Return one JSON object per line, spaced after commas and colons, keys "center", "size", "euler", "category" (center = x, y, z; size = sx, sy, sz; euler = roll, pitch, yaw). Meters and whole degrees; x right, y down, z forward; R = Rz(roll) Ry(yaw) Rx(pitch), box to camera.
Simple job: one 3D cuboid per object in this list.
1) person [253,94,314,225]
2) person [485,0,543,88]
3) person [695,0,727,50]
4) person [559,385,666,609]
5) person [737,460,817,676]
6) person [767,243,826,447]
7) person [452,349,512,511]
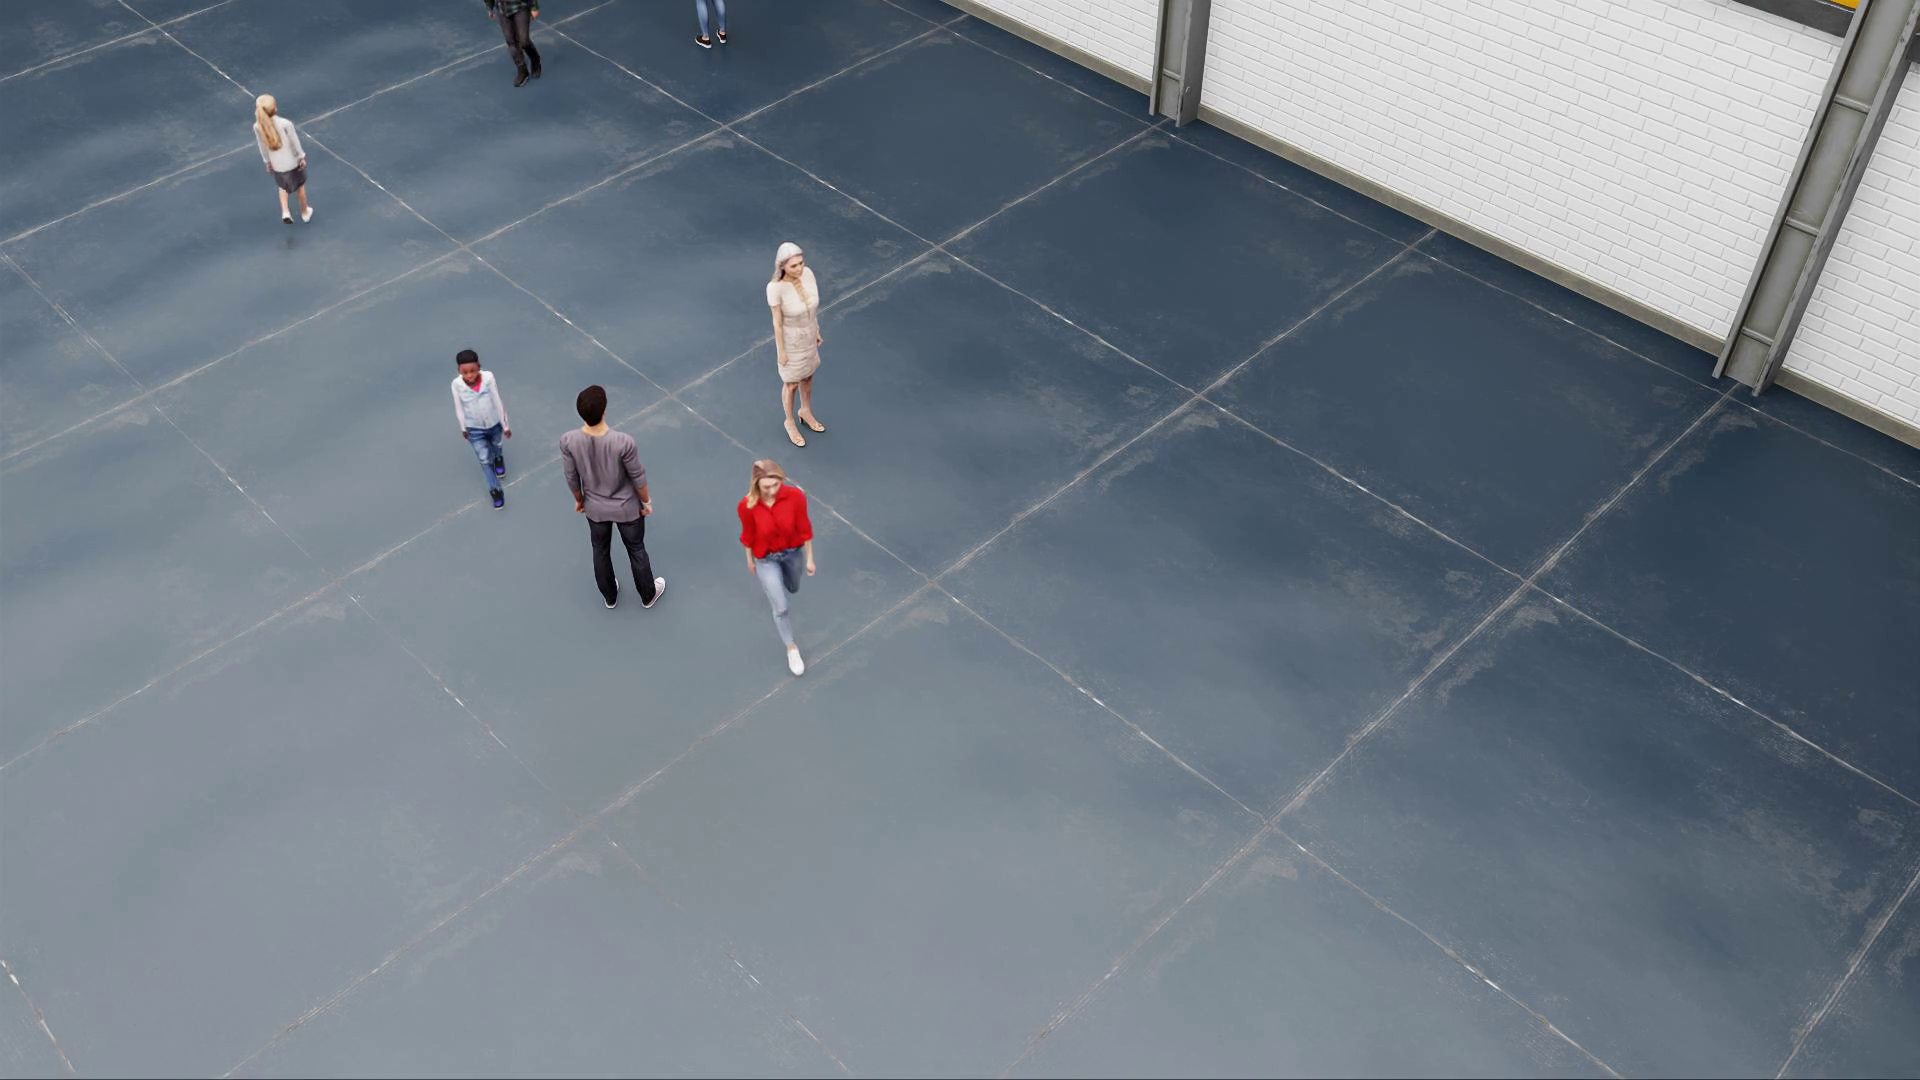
{"center": [-5.997, -3.340, 14.735], "size": [0.683, 1.266, 0.747], "euler": [-2, 44, -2], "category": "person"}
{"center": [-4.435, -5.387, 16.602], "size": [0.787, 1.701, 0.859], "euler": [9, 44, 9], "category": "person"}
{"center": [-2.636, -5.905, 17.125], "size": [0.682, 1.683, 0.643], "euler": [-22, 48, -22], "category": "person"}
{"center": [-2.325, -0.264, 11.080], "size": [0.724, 1.853, 0.799], "euler": [2, 44, 2], "category": "person"}
{"center": [-1.192, 0.064, 10.858], "size": [0.905, 1.684, 1.128], "euler": [-13, 45, -13], "category": "person"}
{"center": [-1.221, -1.472, 12.433], "size": [0.559, 1.736, 0.613], "euler": [30, 51, 28], "category": "person"}
{"center": [-3.493, -0.903, 12.205], "size": [0.724, 1.226, 0.926], "euler": [-14, 45, -14], "category": "person"}
